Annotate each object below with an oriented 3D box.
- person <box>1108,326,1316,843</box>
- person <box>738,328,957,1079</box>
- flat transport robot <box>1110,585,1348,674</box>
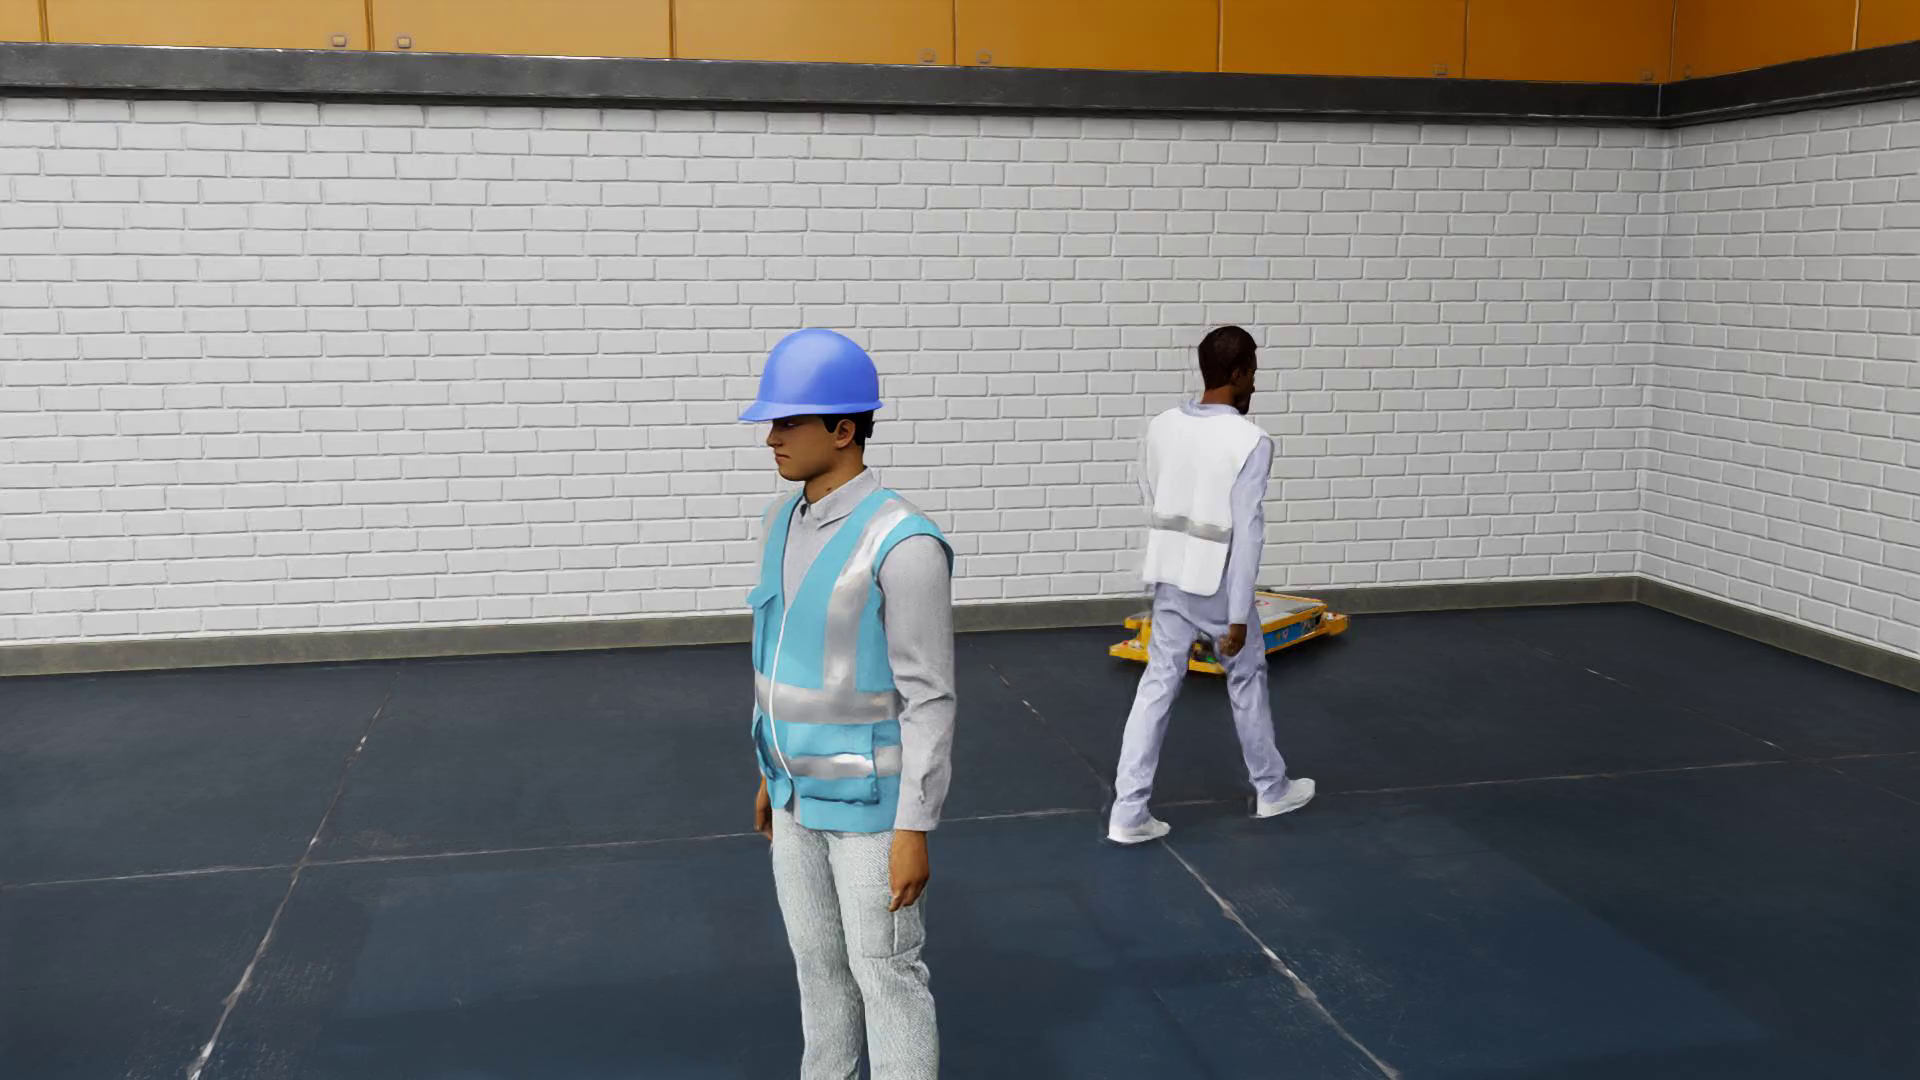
[{"bbox_3d":[0.915,0.158,6.062,0.991,1.866,0.592,-8,12,-41],"label":"person"},{"bbox_3d":[-0.258,0.529,3.531,0.405,1.946,0.609,-7,12,-37],"label":"person"},{"bbox_3d":[1.483,0.466,9.016,0.652,0.197,1.431,7,12,39],"label":"flat transport robot"}]
